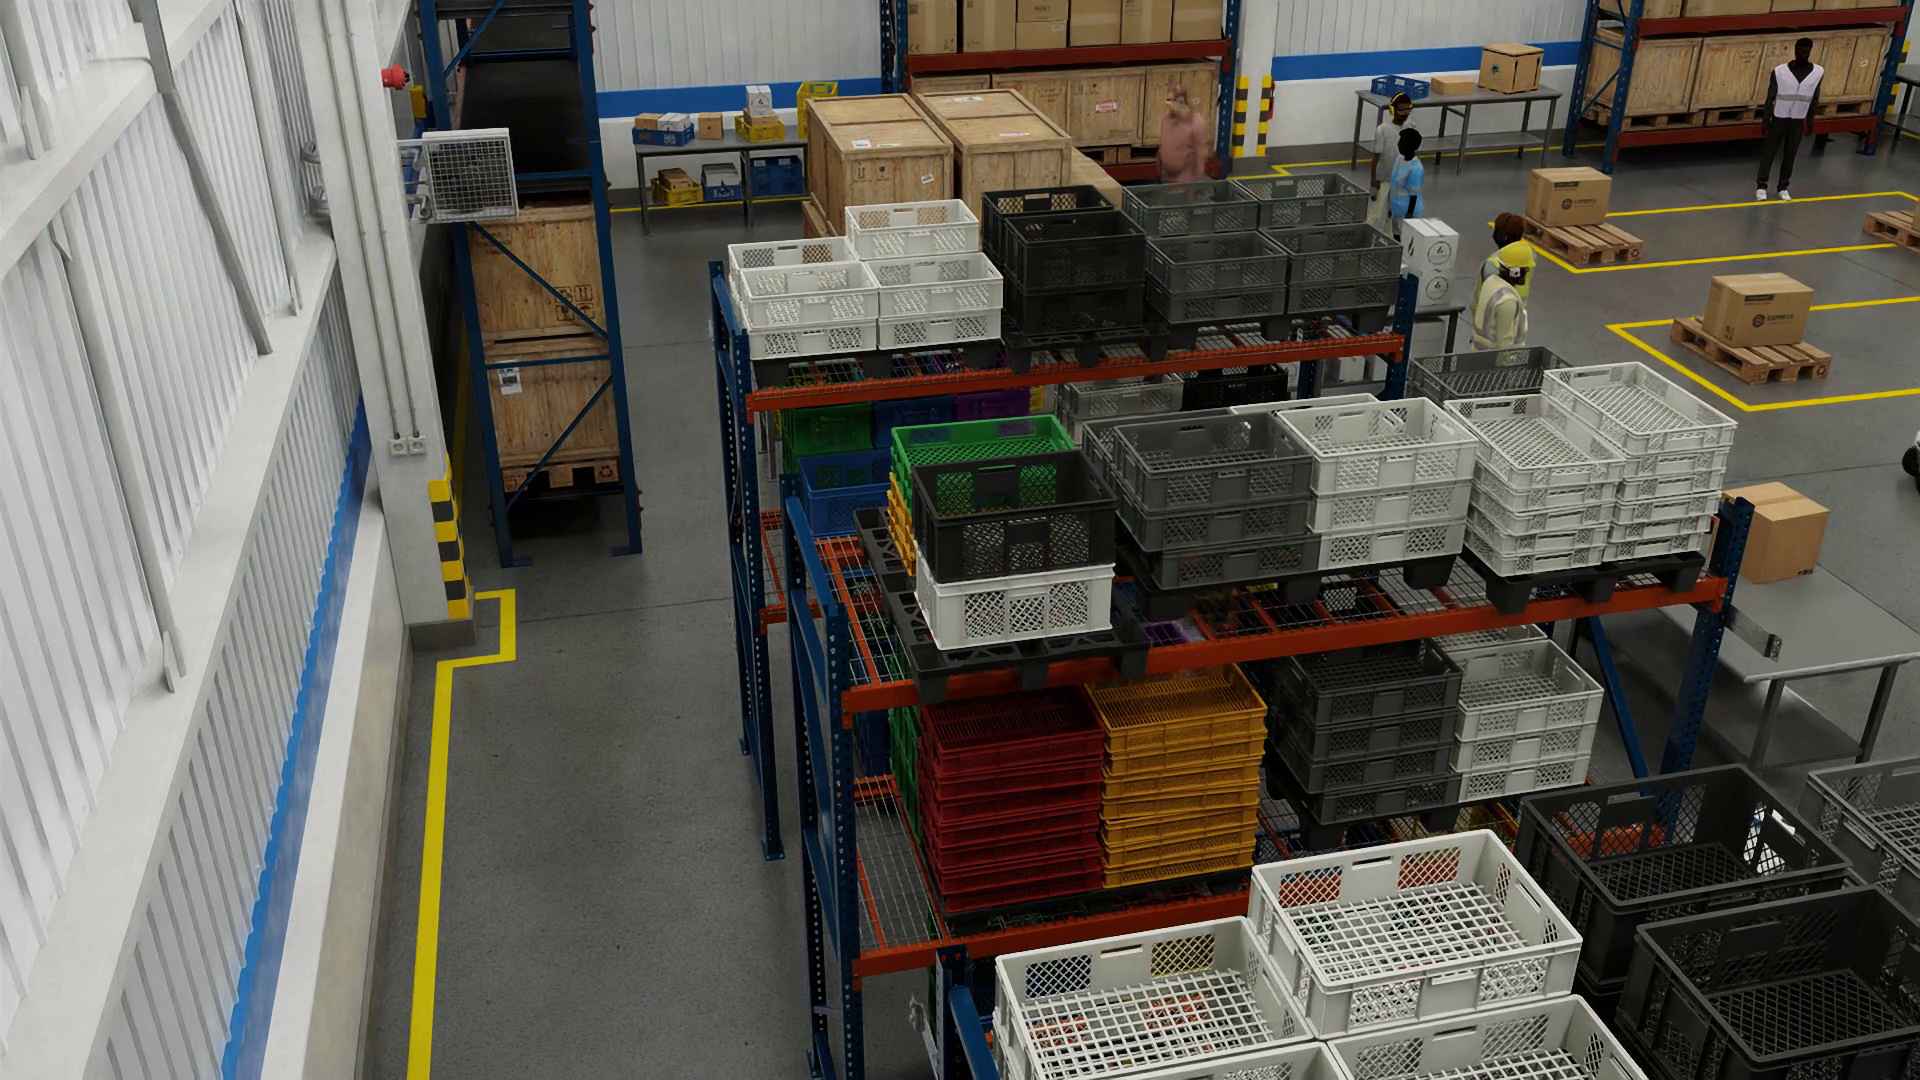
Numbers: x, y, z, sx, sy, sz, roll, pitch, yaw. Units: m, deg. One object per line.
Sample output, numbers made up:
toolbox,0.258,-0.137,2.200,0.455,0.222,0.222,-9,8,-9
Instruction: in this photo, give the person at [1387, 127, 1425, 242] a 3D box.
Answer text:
person,4.492,-3.324,16.819,0.323,1.692,0.535,-2,28,-4

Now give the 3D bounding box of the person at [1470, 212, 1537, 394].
person,4.428,-1.800,13.761,0.625,1.843,0.430,-24,36,-37

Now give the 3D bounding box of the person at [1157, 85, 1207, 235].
person,2.378,-3.927,17.767,0.788,1.875,0.662,-20,34,-33

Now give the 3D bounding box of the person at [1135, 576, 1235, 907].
person,1.219,1.035,8.304,0.740,1.904,0.663,-5,28,-10

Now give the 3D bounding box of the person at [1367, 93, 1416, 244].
person,4.530,-3.774,17.498,0.516,1.857,0.346,-11,30,-20

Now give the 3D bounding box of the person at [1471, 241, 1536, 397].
person,4.246,-1.474,13.166,0.403,1.824,0.599,2,28,5

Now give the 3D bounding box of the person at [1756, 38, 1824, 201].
person,9.832,-5.000,19.764,0.592,1.913,0.392,4,28,8

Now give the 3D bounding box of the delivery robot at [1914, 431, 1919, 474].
delivery robot,7.812,-0.668,12.886,0.707,0.478,0.477,6,28,12

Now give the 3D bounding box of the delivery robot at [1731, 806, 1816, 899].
delivery robot,4.090,1.617,8.550,0.707,0.478,0.477,-17,32,-29
